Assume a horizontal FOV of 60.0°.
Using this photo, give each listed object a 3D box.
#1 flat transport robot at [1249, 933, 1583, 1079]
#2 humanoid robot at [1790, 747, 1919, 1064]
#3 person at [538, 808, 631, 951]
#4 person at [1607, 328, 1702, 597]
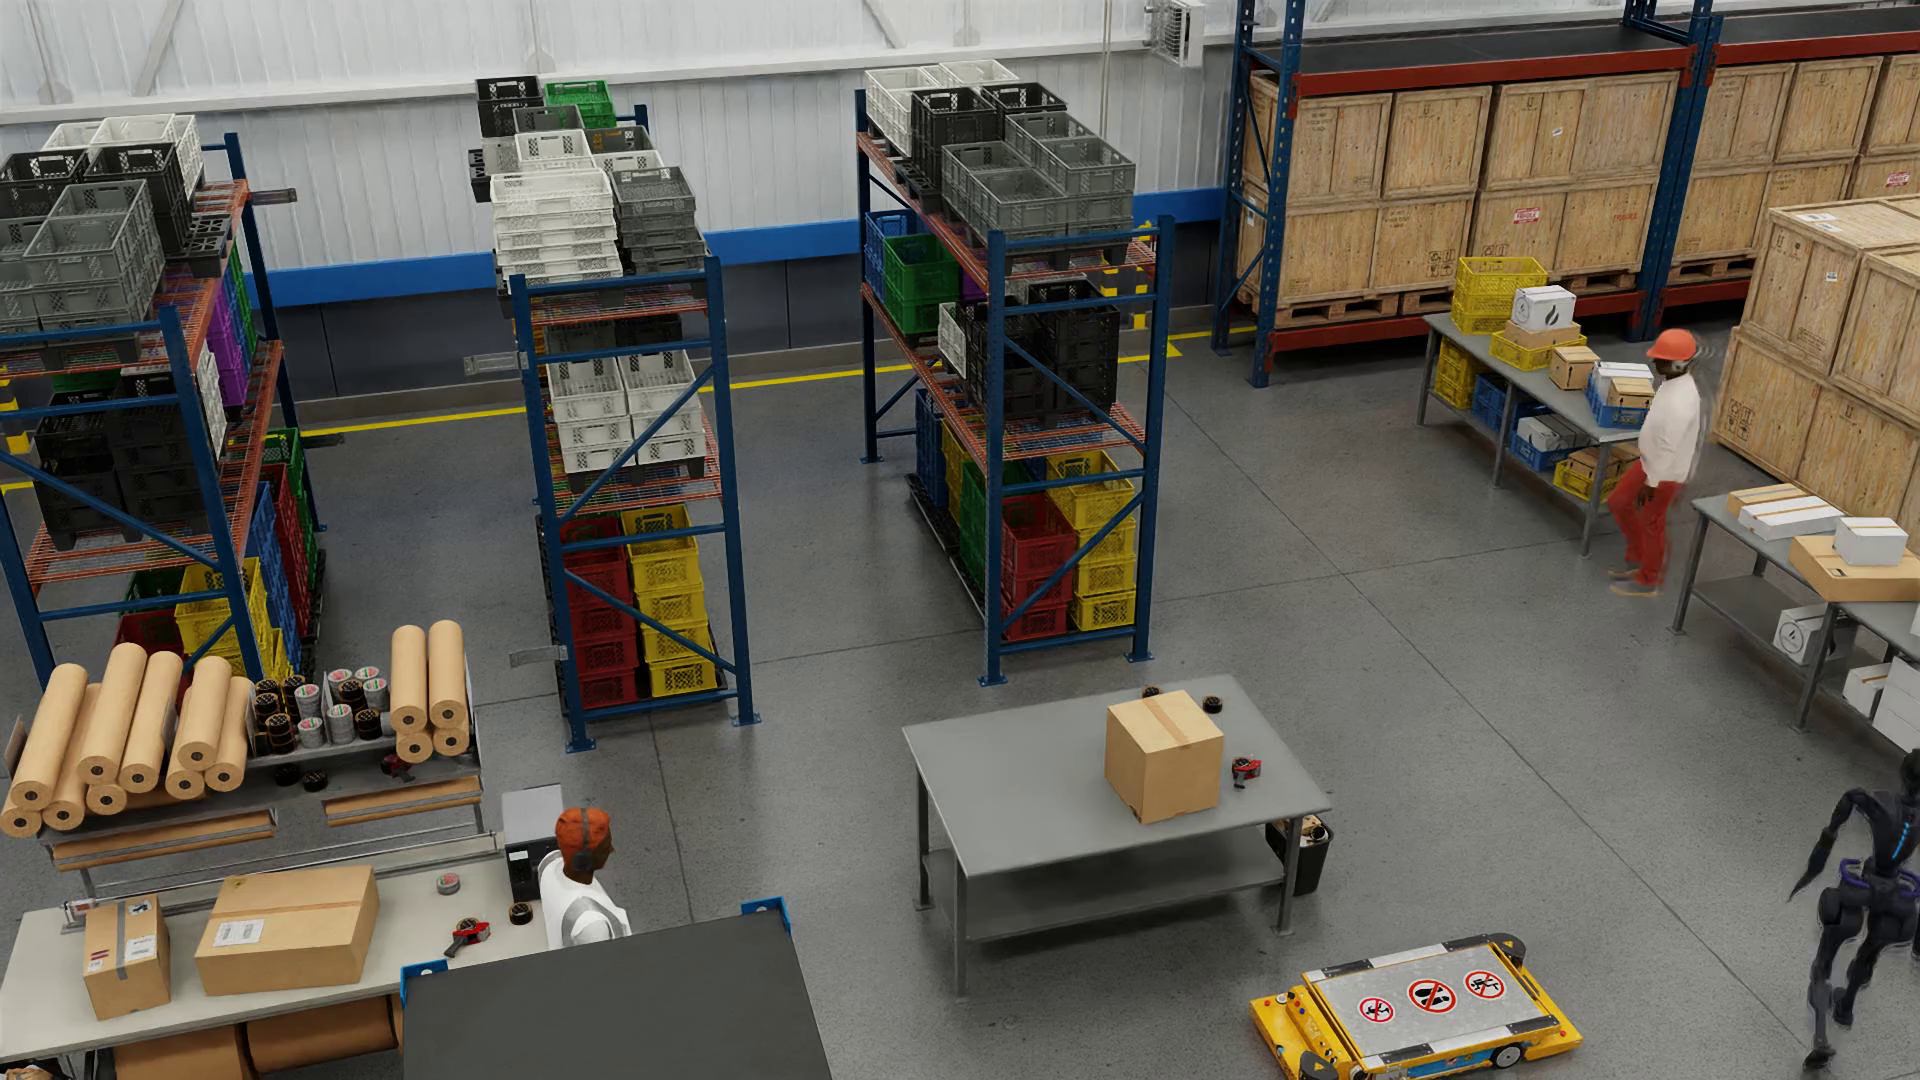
[{"bbox_3d":[2.184,2.282,7.980,1.431,0.197,0.652,-8,30,-14],"label":"flat transport robot"},{"bbox_3d":[4.183,1.680,7.652,0.575,1.635,0.635,10,30,18],"label":"humanoid robot"},{"bbox_3d":[-1.523,1.911,7.005,0.355,1.886,0.573,-17,33,-28],"label":"person"},{"bbox_3d":[4.719,-0.502,11.301,0.467,1.972,0.640,5,29,10],"label":"person"}]
